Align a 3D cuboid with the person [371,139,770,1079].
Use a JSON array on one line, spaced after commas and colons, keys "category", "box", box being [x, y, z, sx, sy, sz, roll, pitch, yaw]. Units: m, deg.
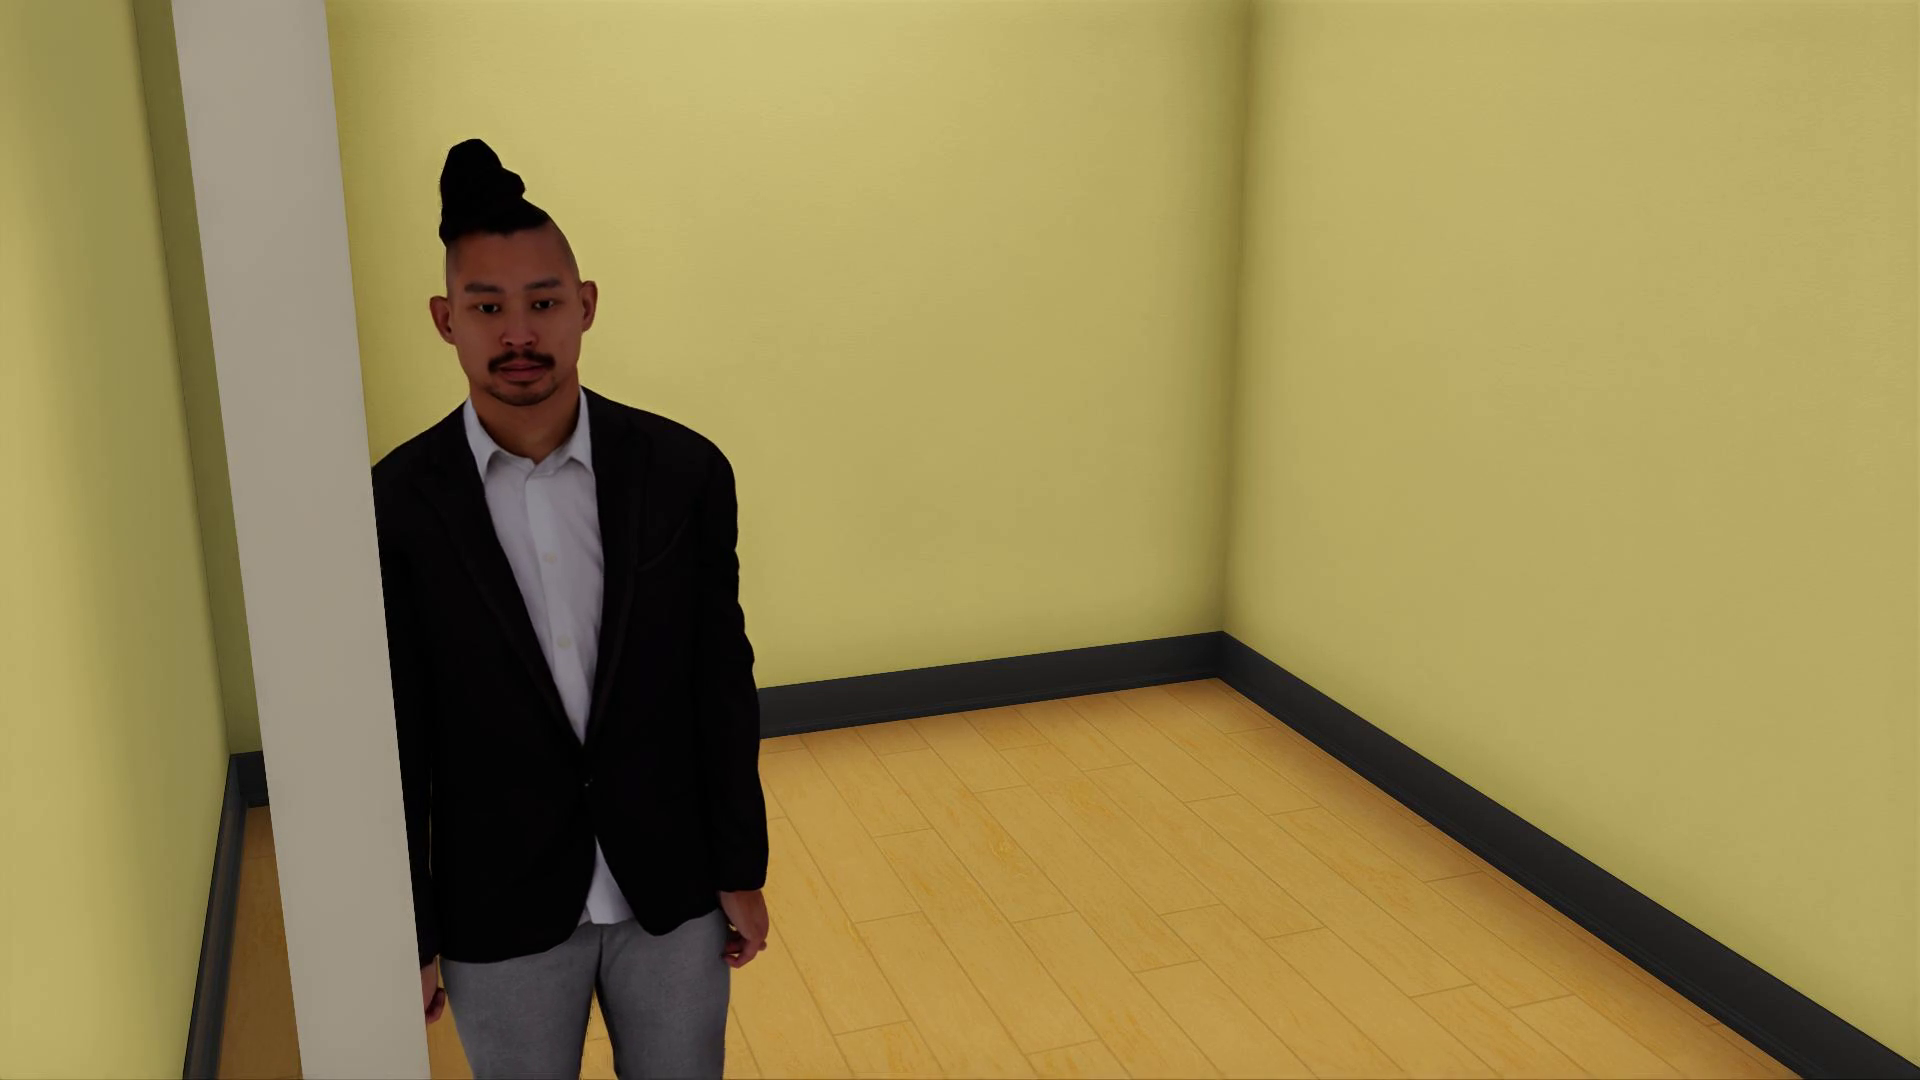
[{"category": "person", "box": [-0.545, 0.434, 2.346, 0.513, 1.947, 0.767, -6, 17, -22]}]
